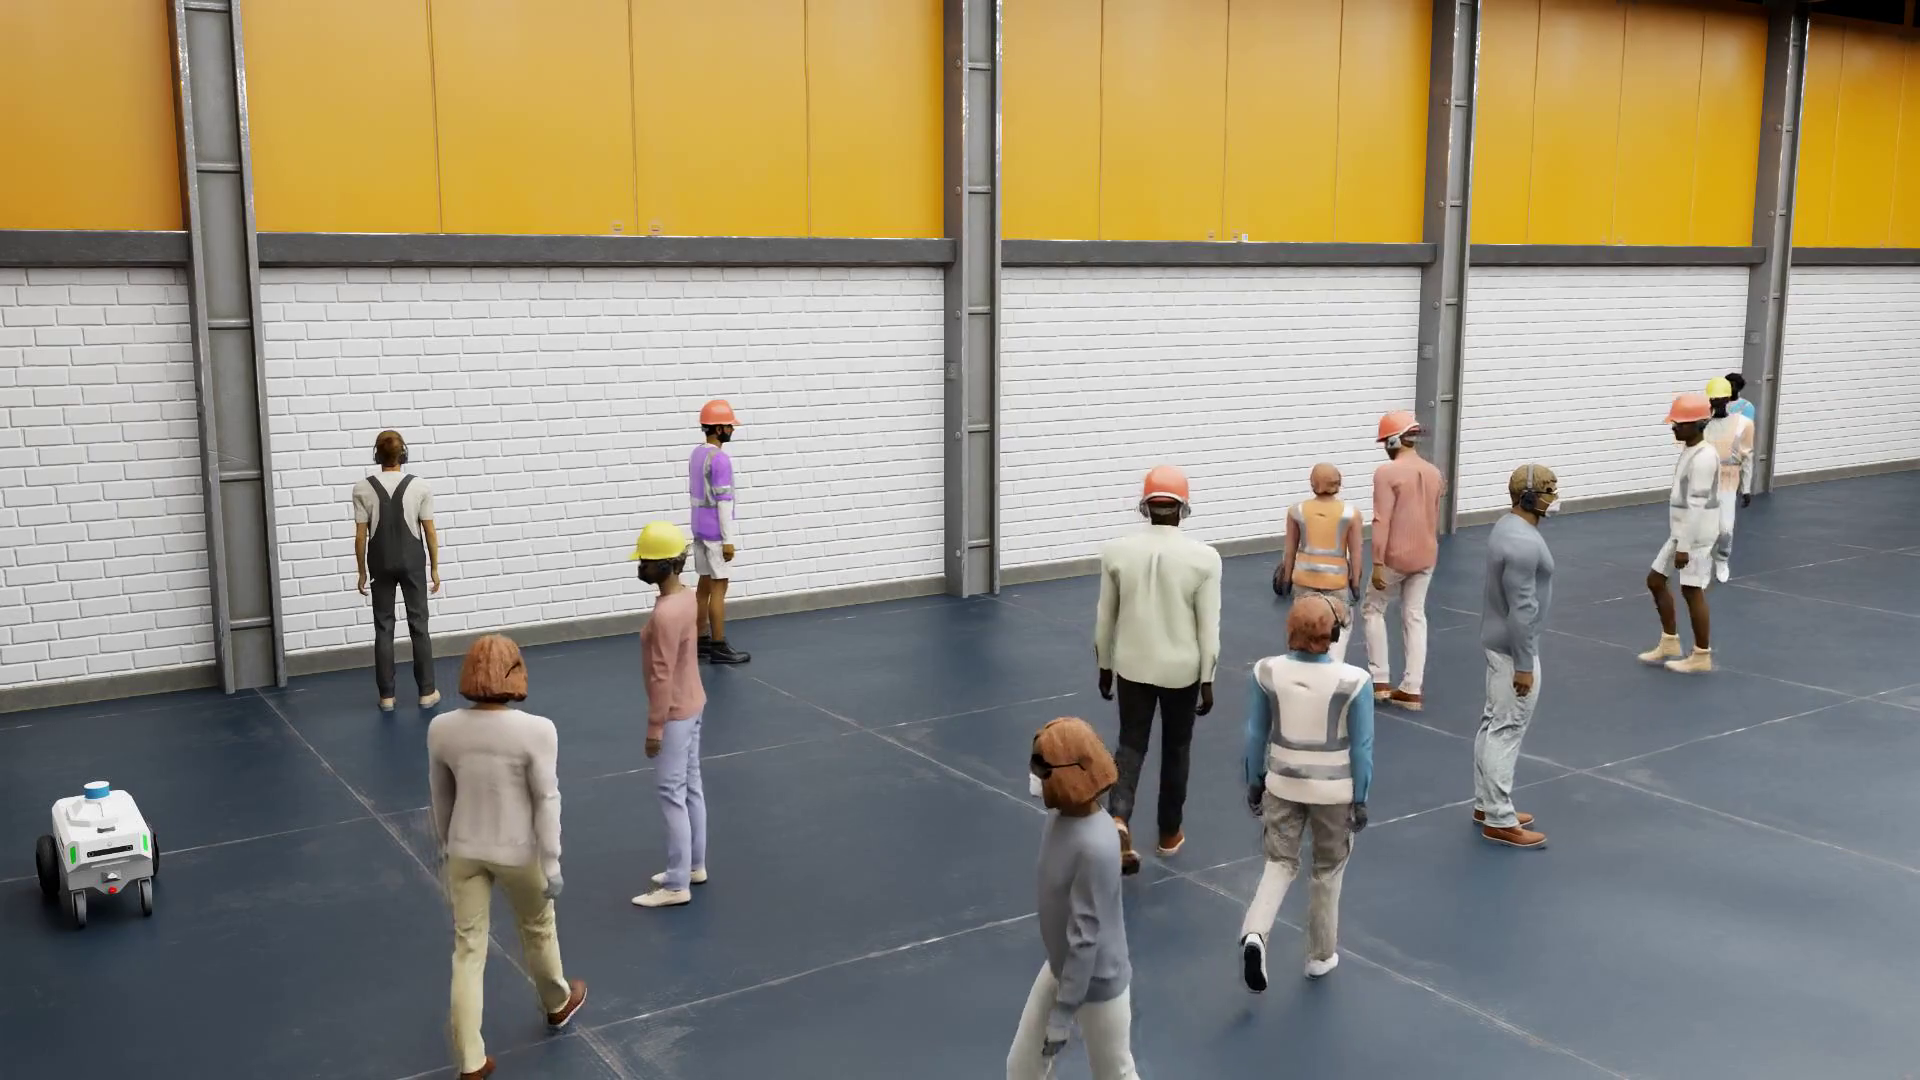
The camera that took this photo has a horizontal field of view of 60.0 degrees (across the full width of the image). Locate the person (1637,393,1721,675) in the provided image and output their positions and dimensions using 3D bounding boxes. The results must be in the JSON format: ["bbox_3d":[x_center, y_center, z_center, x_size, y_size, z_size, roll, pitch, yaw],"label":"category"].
[{"bbox_3d":[5.097,-0.038,11.800,0.656,2.016,0.629,3,10,16],"label":"person"}]

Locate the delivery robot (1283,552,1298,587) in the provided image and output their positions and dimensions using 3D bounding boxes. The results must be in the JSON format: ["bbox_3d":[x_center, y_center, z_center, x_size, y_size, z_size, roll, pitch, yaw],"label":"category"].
[{"bbox_3d":[3.144,0.165,14.697,0.477,0.478,0.707,7,12,35],"label":"delivery robot"}]

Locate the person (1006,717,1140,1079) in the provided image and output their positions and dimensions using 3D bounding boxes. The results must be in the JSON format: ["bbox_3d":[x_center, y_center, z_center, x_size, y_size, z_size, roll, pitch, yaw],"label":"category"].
[{"bbox_3d":[0.261,1.315,4.882,0.769,1.599,0.510,-3,10,-16],"label":"person"}]

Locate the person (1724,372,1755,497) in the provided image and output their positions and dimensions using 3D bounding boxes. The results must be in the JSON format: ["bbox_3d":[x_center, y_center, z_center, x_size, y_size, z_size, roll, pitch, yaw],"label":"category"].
[{"bbox_3d":[8.759,-1.066,18.975,0.371,1.690,0.560,-5,11,-29],"label":"person"}]

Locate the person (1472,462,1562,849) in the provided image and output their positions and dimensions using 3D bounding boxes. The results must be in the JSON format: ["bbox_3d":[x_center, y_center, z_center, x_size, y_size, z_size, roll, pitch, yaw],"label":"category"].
[{"bbox_3d":[2.807,0.566,8.403,0.369,1.938,0.630,2,10,12],"label":"person"}]

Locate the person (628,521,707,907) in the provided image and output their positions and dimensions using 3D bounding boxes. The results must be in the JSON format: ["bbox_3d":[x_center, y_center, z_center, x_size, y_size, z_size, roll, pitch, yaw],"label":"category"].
[{"bbox_3d":[-1.332,0.787,7.598,0.328,1.767,0.526,0,9,3],"label":"person"}]

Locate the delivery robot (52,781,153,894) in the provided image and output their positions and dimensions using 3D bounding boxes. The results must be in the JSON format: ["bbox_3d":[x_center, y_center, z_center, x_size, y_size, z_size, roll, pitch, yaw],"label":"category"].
[{"bbox_3d":[-3.917,1.346,7.583,0.477,0.478,0.707,-6,11,-33],"label":"delivery robot"}]

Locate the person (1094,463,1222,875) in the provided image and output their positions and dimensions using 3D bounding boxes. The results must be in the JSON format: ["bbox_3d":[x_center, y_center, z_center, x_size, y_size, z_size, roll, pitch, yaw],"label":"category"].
[{"bbox_3d":[0.921,0.626,7.968,0.627,1.968,0.829,3,10,19],"label":"person"}]

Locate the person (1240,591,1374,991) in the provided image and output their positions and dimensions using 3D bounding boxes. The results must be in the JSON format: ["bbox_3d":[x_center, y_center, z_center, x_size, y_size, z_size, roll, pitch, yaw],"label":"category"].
[{"bbox_3d":[1.368,1.019,6.631,0.521,1.623,0.612,6,11,31],"label":"person"}]

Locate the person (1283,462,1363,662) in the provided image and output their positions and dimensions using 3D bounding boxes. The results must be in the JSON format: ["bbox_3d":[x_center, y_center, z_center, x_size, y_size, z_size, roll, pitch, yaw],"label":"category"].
[{"bbox_3d":[2.385,0.294,10.977,0.529,1.621,0.371,4,10,21],"label":"person"}]

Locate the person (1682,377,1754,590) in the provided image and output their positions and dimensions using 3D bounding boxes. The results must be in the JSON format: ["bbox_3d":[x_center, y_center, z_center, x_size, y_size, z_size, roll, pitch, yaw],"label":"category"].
[{"bbox_3d":[6.761,-0.503,14.900,0.603,1.917,0.442,5,11,30],"label":"person"}]

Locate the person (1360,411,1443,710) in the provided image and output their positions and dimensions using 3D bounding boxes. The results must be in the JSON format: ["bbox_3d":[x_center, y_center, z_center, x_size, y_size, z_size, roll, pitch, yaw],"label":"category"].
[{"bbox_3d":[2.900,0.129,11.000,0.635,1.946,0.620,-5,11,-29],"label":"person"}]

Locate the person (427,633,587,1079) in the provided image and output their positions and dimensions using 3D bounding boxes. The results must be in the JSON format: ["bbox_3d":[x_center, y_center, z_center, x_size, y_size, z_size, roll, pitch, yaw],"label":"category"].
[{"bbox_3d":[-1.651,1.121,6.083,0.524,1.596,0.820,1,10,8],"label":"person"}]

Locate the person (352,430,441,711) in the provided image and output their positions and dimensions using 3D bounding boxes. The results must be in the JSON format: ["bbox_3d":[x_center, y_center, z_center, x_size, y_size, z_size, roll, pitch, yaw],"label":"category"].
[{"bbox_3d":[-3.682,0.201,10.891,0.517,1.842,0.325,-2,10,-14],"label":"person"}]

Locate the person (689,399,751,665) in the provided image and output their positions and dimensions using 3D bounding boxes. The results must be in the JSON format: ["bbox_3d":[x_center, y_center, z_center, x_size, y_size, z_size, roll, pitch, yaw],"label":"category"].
[{"bbox_3d":[-1.780,-0.063,12.194,0.378,1.938,0.547,-6,11,-31],"label":"person"}]
